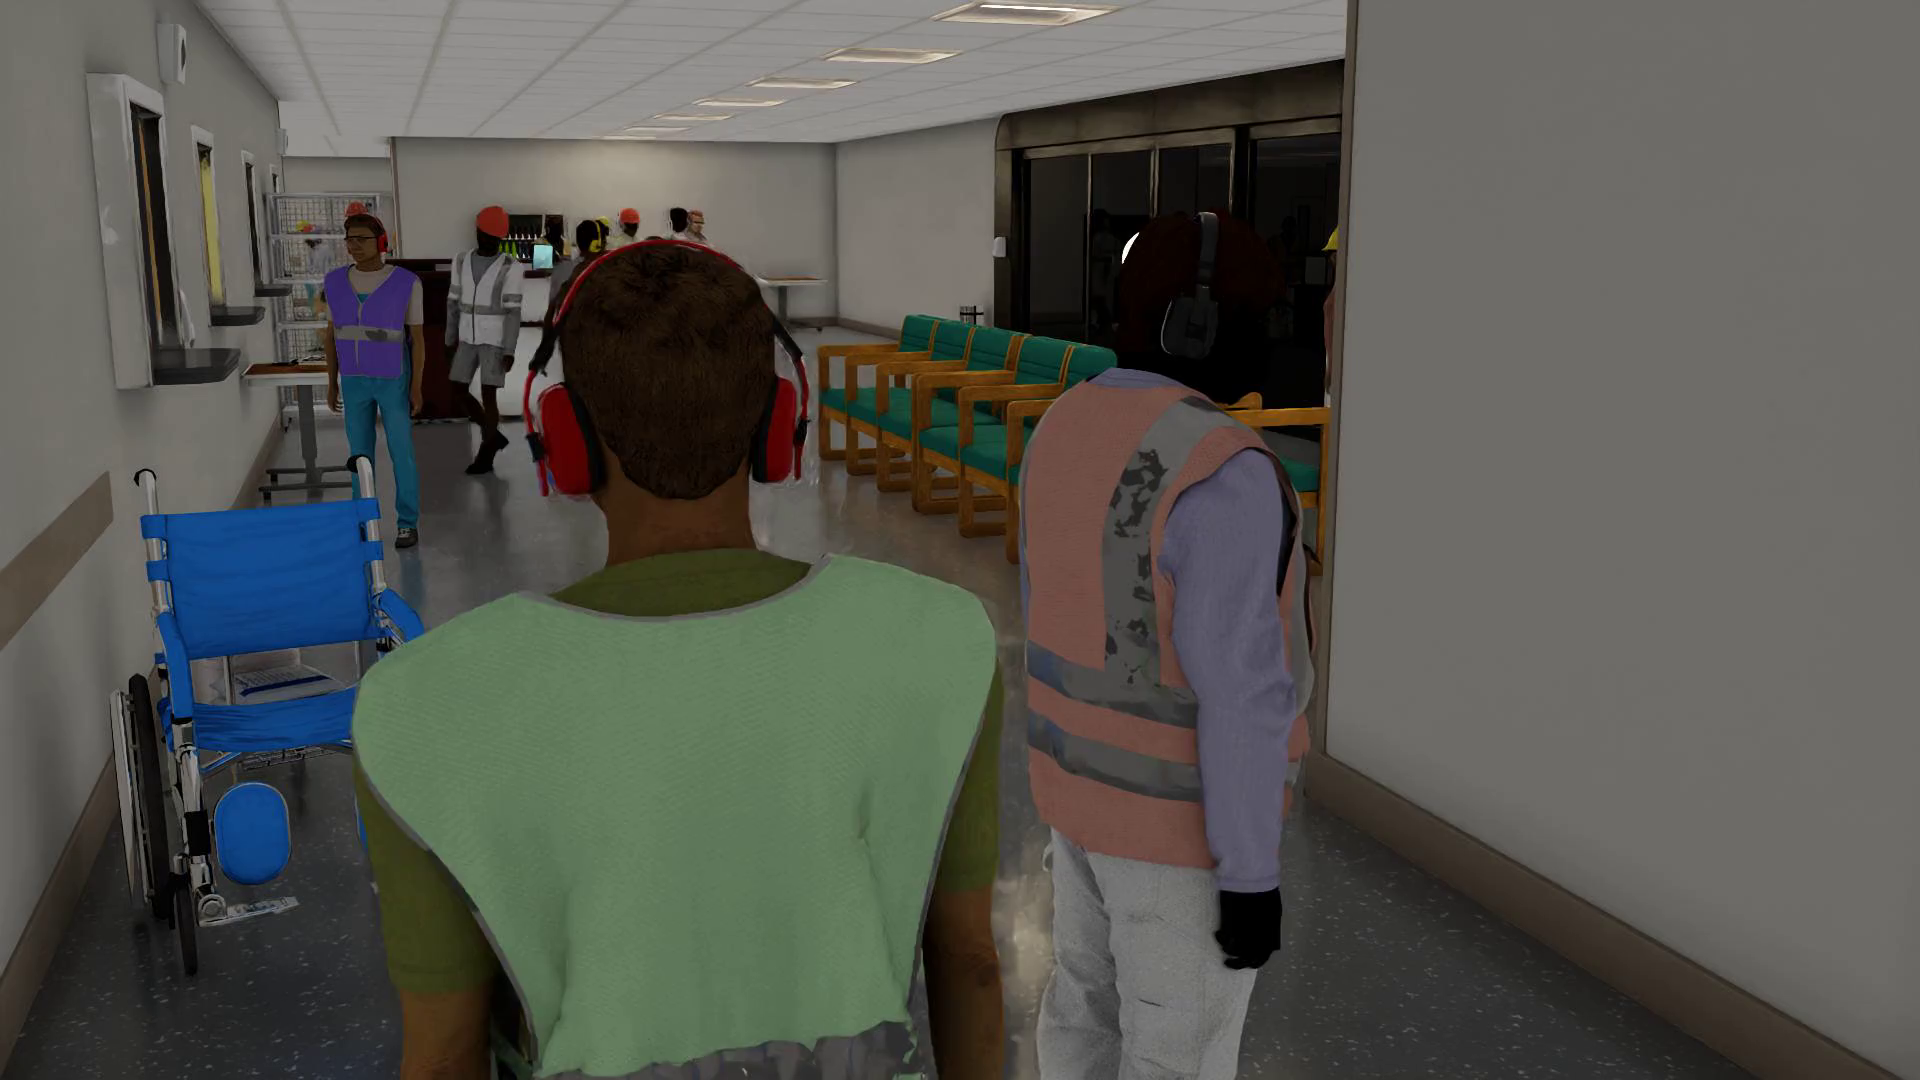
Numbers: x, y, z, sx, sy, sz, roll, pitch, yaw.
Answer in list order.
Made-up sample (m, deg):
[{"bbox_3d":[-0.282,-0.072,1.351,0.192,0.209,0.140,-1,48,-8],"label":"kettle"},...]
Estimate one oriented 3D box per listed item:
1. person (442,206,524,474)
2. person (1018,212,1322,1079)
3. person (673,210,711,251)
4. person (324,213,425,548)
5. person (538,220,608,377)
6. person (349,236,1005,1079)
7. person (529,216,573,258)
[{"bbox_3d":[-3.399,-1.423,11.918,0.618,1.907,0.508,3,11,14],"label":"person"},{"bbox_3d":[0.321,0.425,2.592,0.430,1.838,0.624,-4,12,-22],"label":"person"},{"bbox_3d":[-3.297,-3.150,20.775,0.400,1.901,0.643,6,13,29],"label":"person"},{"bbox_3d":[-3.238,-0.877,9.245,0.564,1.846,0.390,1,11,4],"label":"person"},{"bbox_3d":[-2.701,-1.360,11.842,0.588,1.796,1.008,5,12,26],"label":"person"},{"bbox_3d":[-0.196,0.657,1.466,0.571,1.821,0.737,-4,12,-19],"label":"person"},{"bbox_3d":[-4.995,-3.077,20.577,0.429,1.837,0.626,10,15,42],"label":"person"}]
